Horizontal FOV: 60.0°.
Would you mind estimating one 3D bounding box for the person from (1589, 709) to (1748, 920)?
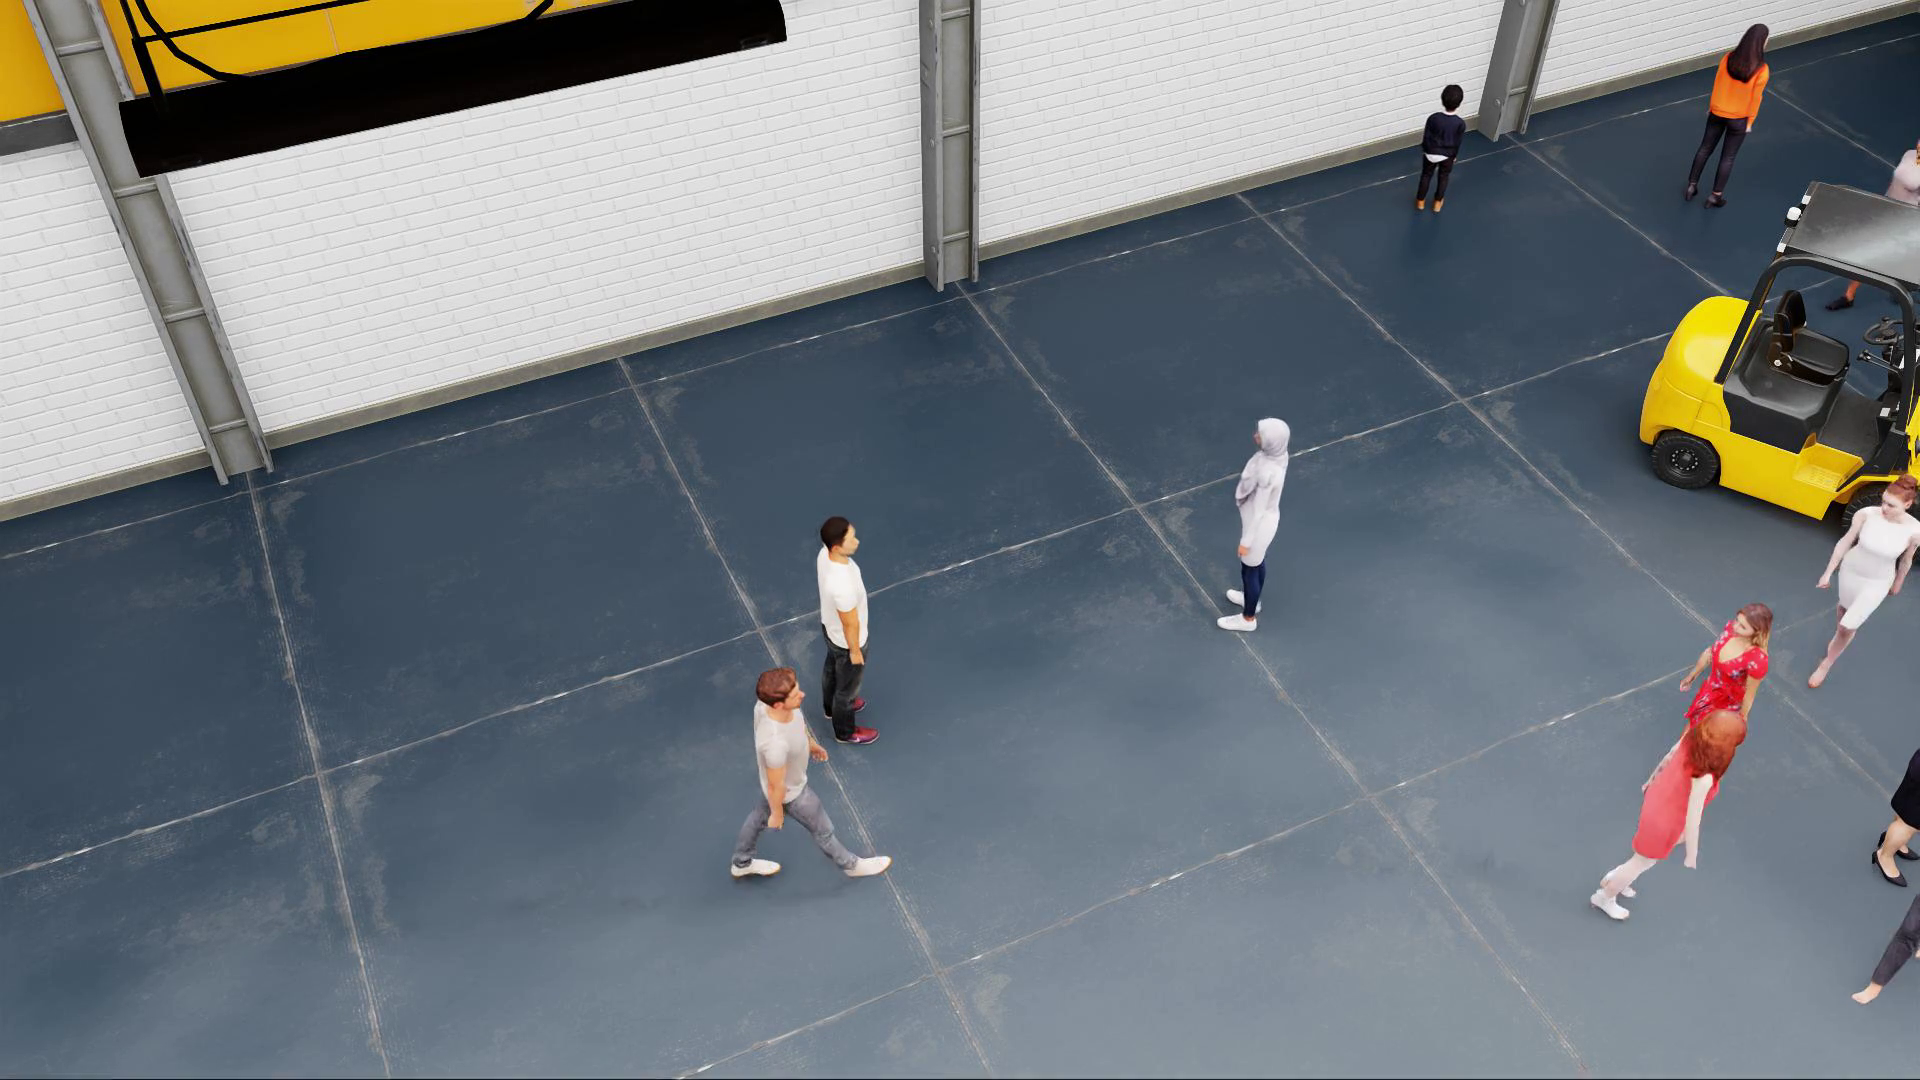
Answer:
[{"bbox_3d":[3.849,1.537,9.306,0.842,1.805,0.803,10,45,10],"label":"person"}]

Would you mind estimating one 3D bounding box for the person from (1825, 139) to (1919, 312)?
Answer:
[{"bbox_3d":[7.813,-2.646,13.753,1.064,1.727,0.698,-11,45,-12],"label":"person"}]

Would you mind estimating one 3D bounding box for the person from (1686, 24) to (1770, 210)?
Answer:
[{"bbox_3d":[6.921,-3.807,14.956,0.628,1.749,0.669,-28,50,-26],"label":"person"}]

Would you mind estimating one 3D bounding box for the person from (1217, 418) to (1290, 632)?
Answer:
[{"bbox_3d":[1.996,-0.107,11.052,0.743,1.776,0.694,14,45,14],"label":"person"}]

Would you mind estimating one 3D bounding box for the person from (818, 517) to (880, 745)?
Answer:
[{"bbox_3d":[-0.734,0.552,10.342,0.571,1.801,0.666,-13,45,-13],"label":"person"}]

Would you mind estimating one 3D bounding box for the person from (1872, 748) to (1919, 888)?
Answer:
[{"bbox_3d":[5.682,1.351,9.599,0.847,1.671,0.715,32,52,29],"label":"person"}]

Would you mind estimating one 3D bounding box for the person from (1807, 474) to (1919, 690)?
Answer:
[{"bbox_3d":[5.884,0.216,10.726,0.744,1.759,0.907,28,50,26],"label":"person"}]

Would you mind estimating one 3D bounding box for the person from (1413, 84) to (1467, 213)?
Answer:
[{"bbox_3d":[4.353,-3.541,15.061,0.574,1.219,0.640,13,45,13],"label":"person"}]

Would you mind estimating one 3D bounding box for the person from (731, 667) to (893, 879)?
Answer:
[{"bbox_3d":[-1.079,1.377,9.446,1.258,1.843,0.872,-7,44,-7],"label":"person"}]

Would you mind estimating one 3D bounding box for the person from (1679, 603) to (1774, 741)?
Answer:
[{"bbox_3d":[4.718,0.948,10.091,0.779,1.576,0.699,0,44,0],"label":"person"}]
